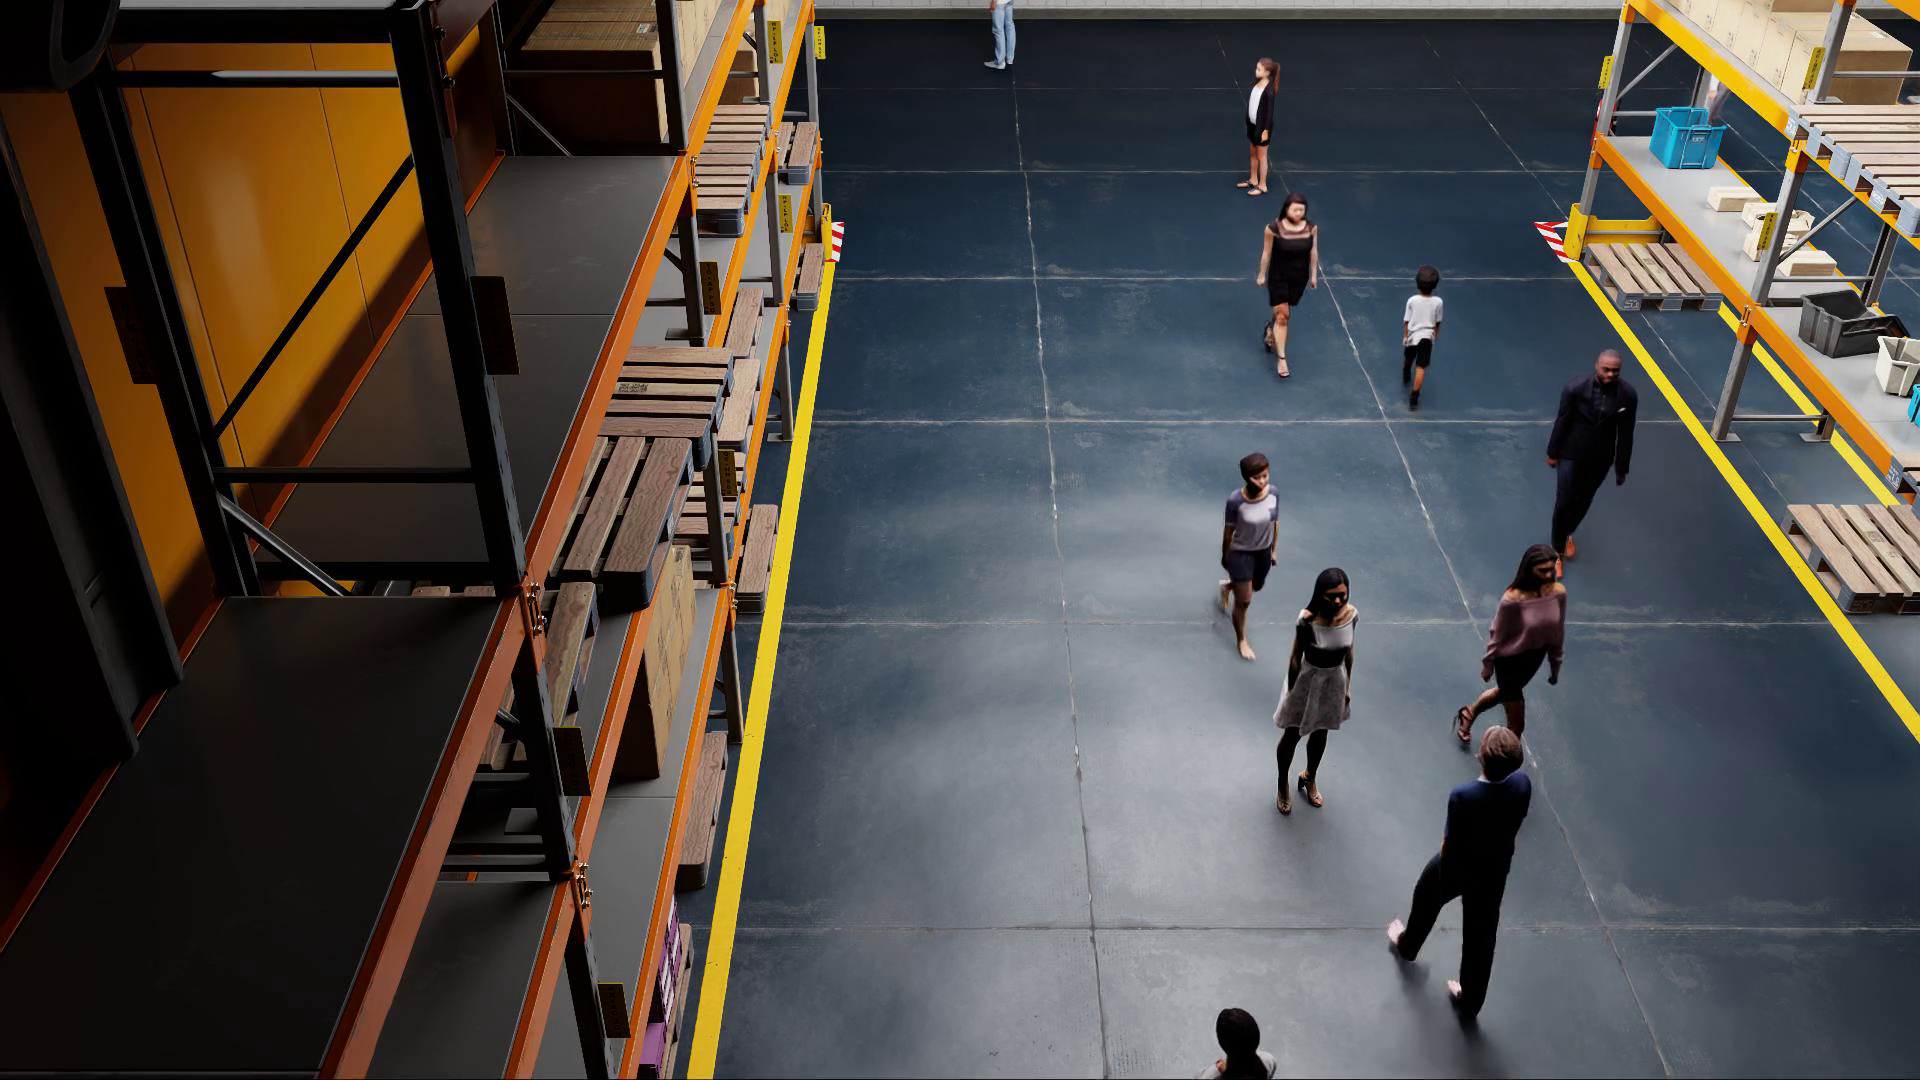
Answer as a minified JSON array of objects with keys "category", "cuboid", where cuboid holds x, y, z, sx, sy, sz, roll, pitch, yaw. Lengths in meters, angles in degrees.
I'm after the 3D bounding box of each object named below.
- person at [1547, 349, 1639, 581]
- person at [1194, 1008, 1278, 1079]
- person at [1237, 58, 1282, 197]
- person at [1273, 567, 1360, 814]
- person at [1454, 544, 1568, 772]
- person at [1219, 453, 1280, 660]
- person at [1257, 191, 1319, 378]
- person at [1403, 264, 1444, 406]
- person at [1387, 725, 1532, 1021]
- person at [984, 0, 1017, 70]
[{"category":"person","cuboid":[4.698,-0.658,12.505,0.828,1.792,1.024,5,34,8]},{"category":"person","cuboid":[1.193,2.733,7.419,0.680,1.775,0.698,-18,38,-25]},{"category":"person","cuboid":[3.400,-4.688,18.783,0.664,1.554,0.563,-11,35,-16]},{"category":"person","cuboid":[2.173,0.921,10.146,0.708,1.774,0.709,-8,34,-11]},{"category":"person","cuboid":[3.432,0.753,10.401,0.858,1.772,1.156,-9,35,-14]},{"category":"person","cuboid":[2.005,0.037,11.684,0.787,1.544,0.991,-12,36,-18]},{"category":"person","cuboid":[2.964,-2.401,15.234,0.784,1.674,1.082,-5,34,-8]},{"category":"person","cuboid":[4.085,-1.784,14.715,0.635,1.221,0.946,8,34,12]},{"category":"person","cuboid":[2.756,1.801,8.762,0.777,1.841,1.008,-5,34,-8]},{"category":"person","cuboid":[0.579,-7.344,22.500,0.820,1.864,0.710,20,39,28]}]
